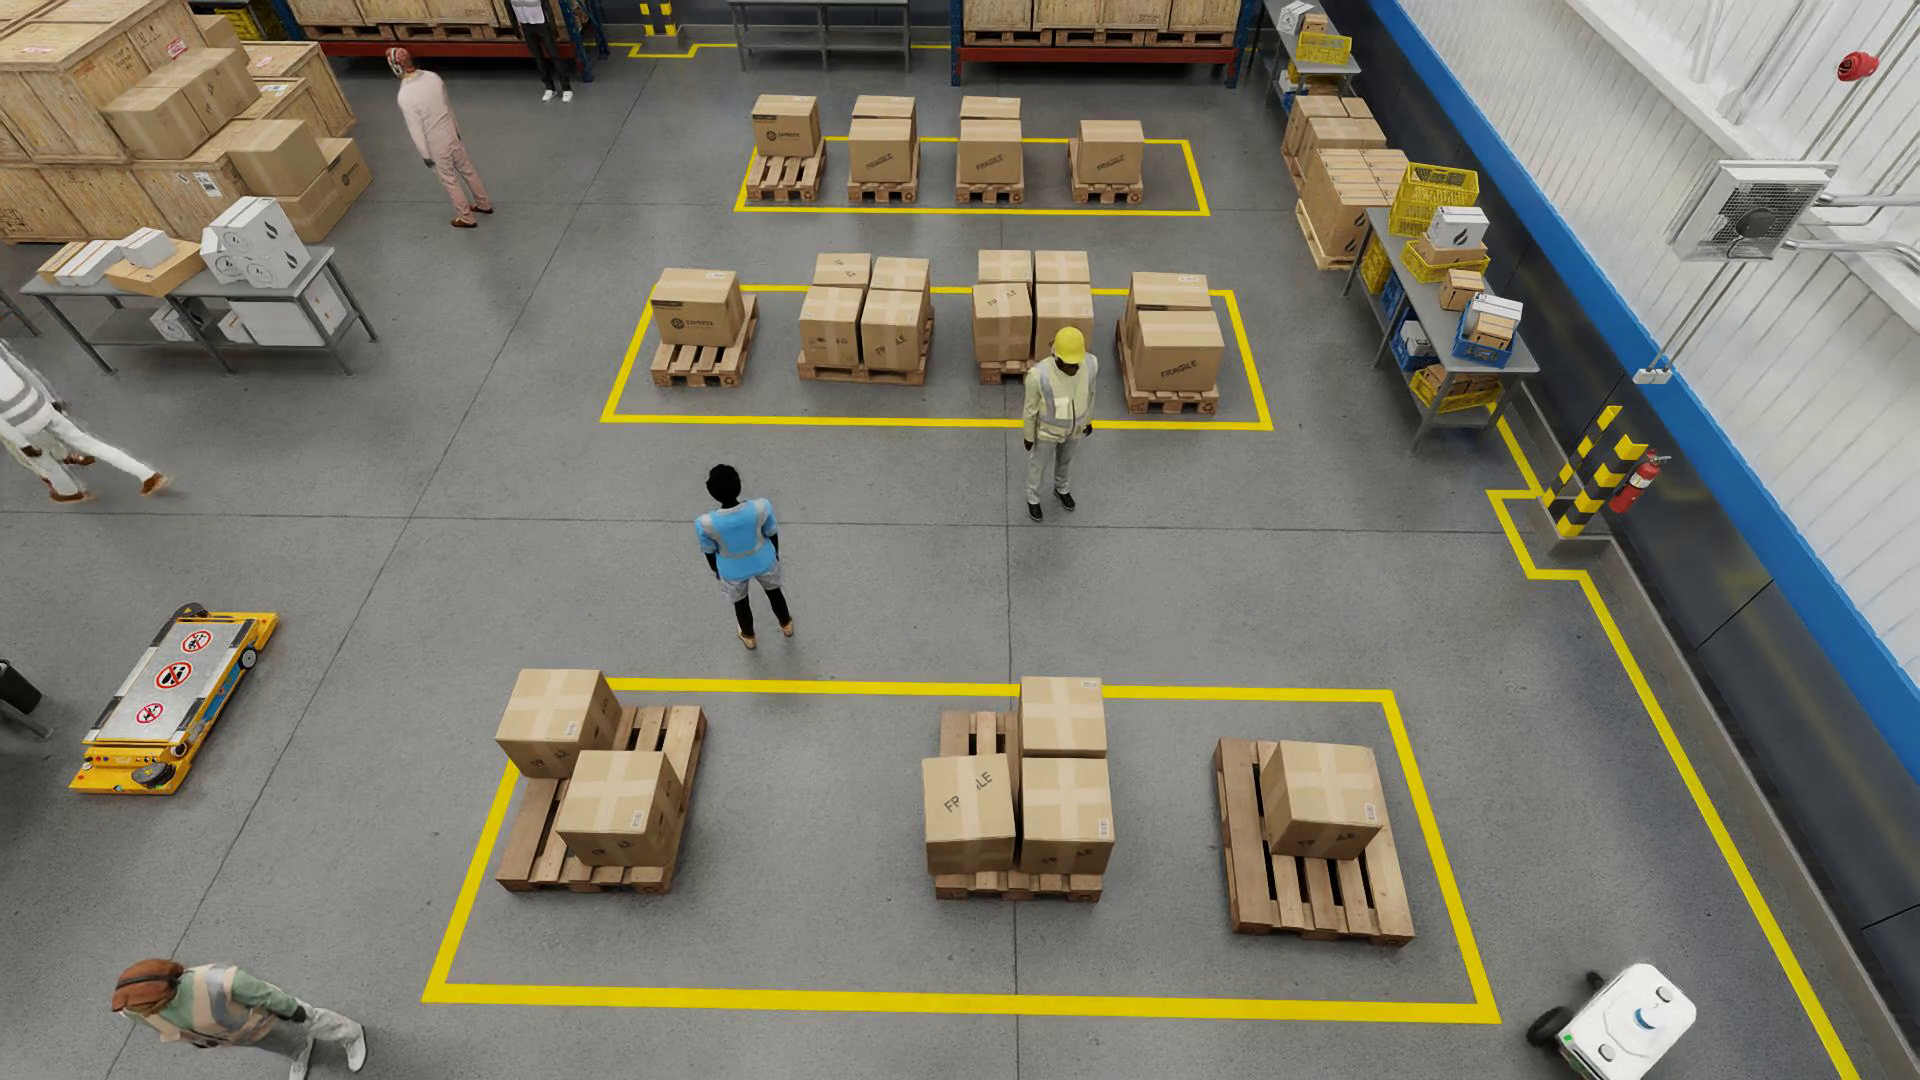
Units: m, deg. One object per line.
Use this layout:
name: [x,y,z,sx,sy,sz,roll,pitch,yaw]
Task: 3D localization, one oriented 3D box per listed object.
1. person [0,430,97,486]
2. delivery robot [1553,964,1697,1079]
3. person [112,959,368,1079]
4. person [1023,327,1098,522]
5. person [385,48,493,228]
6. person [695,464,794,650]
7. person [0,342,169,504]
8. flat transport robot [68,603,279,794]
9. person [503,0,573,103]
person: [-7.785,-1.198,7.328,0.329,1.865,0.518,4,50,3]
delivery robot: [3.561,2.606,4.900,0.707,0.478,0.477,-26,54,-20]
person: [-3.495,2.344,4.481,0.519,1.632,0.317,-11,51,-9]
person: [0.771,-0.884,7.081,0.599,1.830,0.404,-18,52,-14]
person: [-5.690,-4.349,9.974,0.400,1.900,0.647,12,51,10]
person: [-1.468,0.146,6.304,0.534,1.691,0.322,-18,52,-15]
person: [-7.204,-0.961,7.155,1.003,1.841,0.585,1,50,1]
flat transport robot: [-5.504,1.072,6.442,0.652,0.197,1.431,1,50,1]
person: [-5.588,-6.773,12.018,0.604,1.906,0.405,2,50,1]
